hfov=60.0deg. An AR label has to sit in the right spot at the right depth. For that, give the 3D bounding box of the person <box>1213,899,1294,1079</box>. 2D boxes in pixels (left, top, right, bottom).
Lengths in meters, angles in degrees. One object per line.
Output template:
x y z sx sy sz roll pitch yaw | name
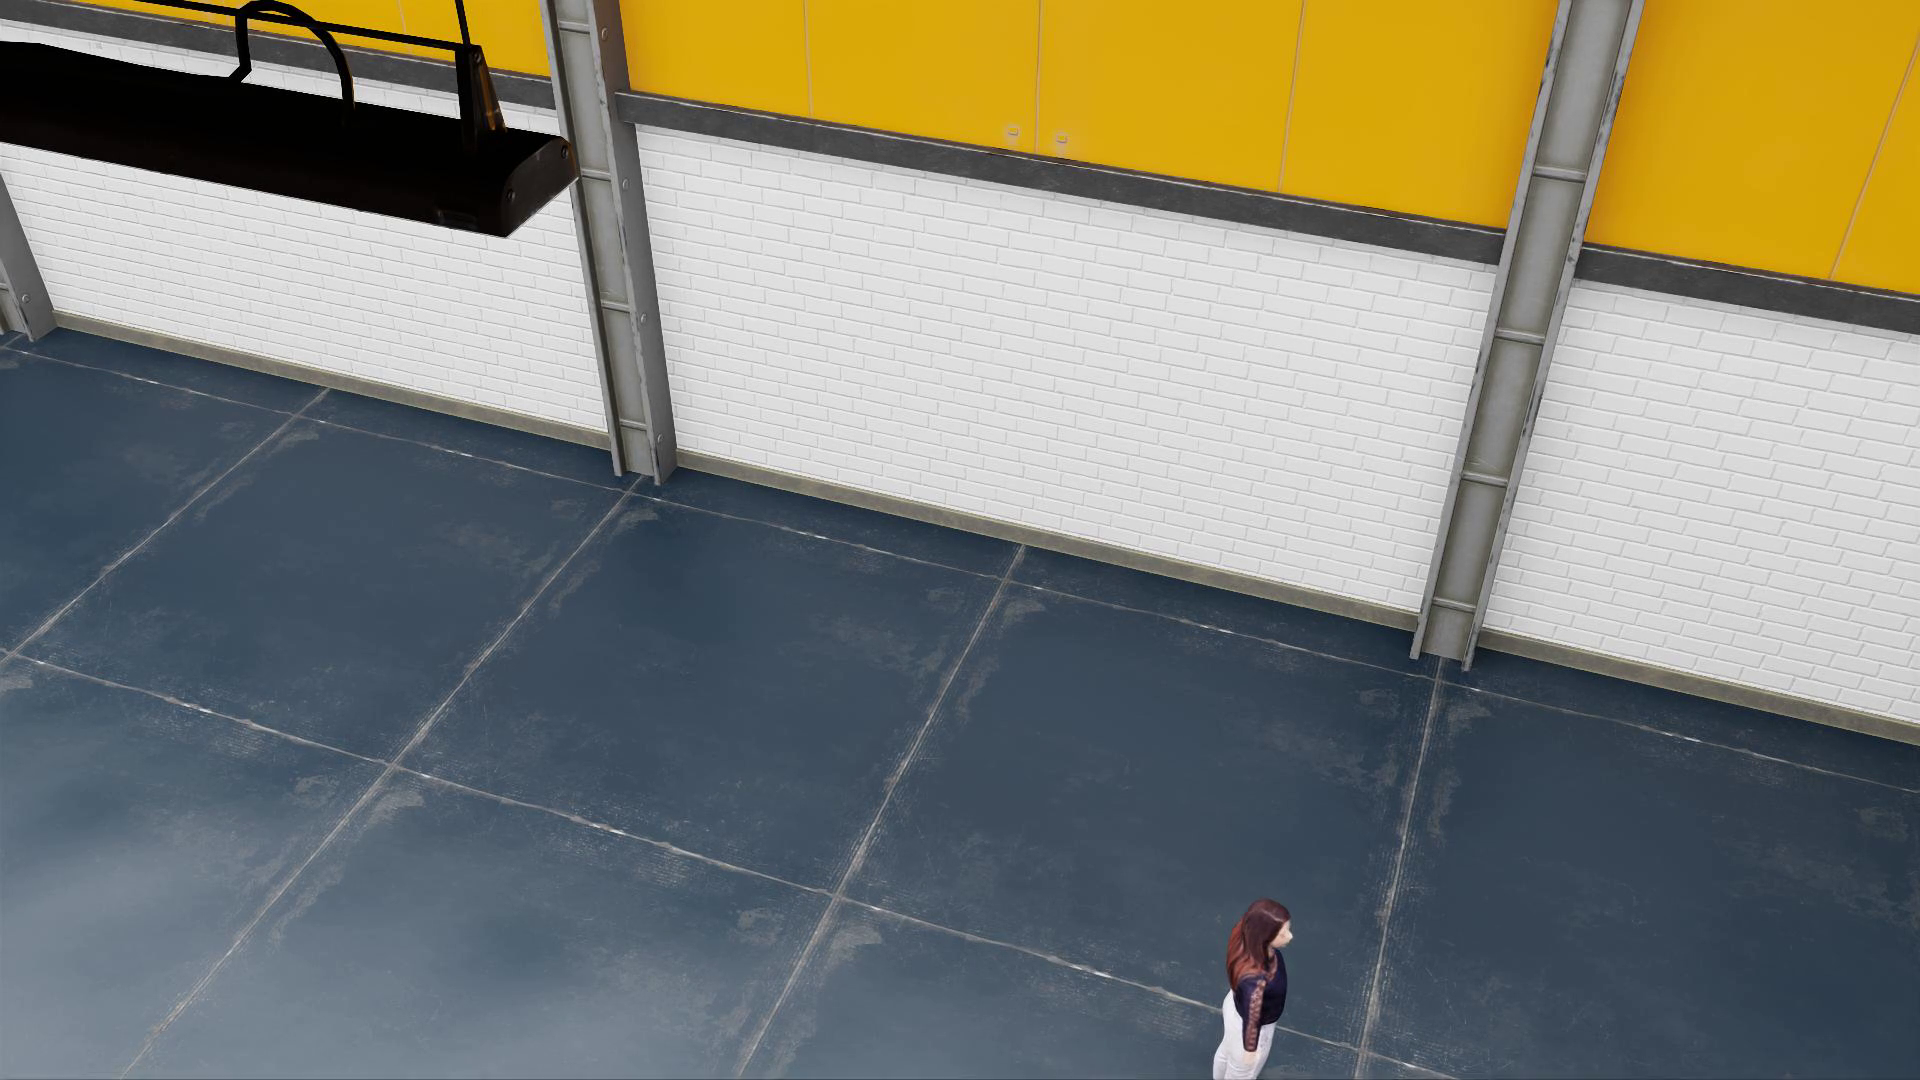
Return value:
1.393 2.284 7.924 0.614 1.606 0.652 2 39 2 | person
